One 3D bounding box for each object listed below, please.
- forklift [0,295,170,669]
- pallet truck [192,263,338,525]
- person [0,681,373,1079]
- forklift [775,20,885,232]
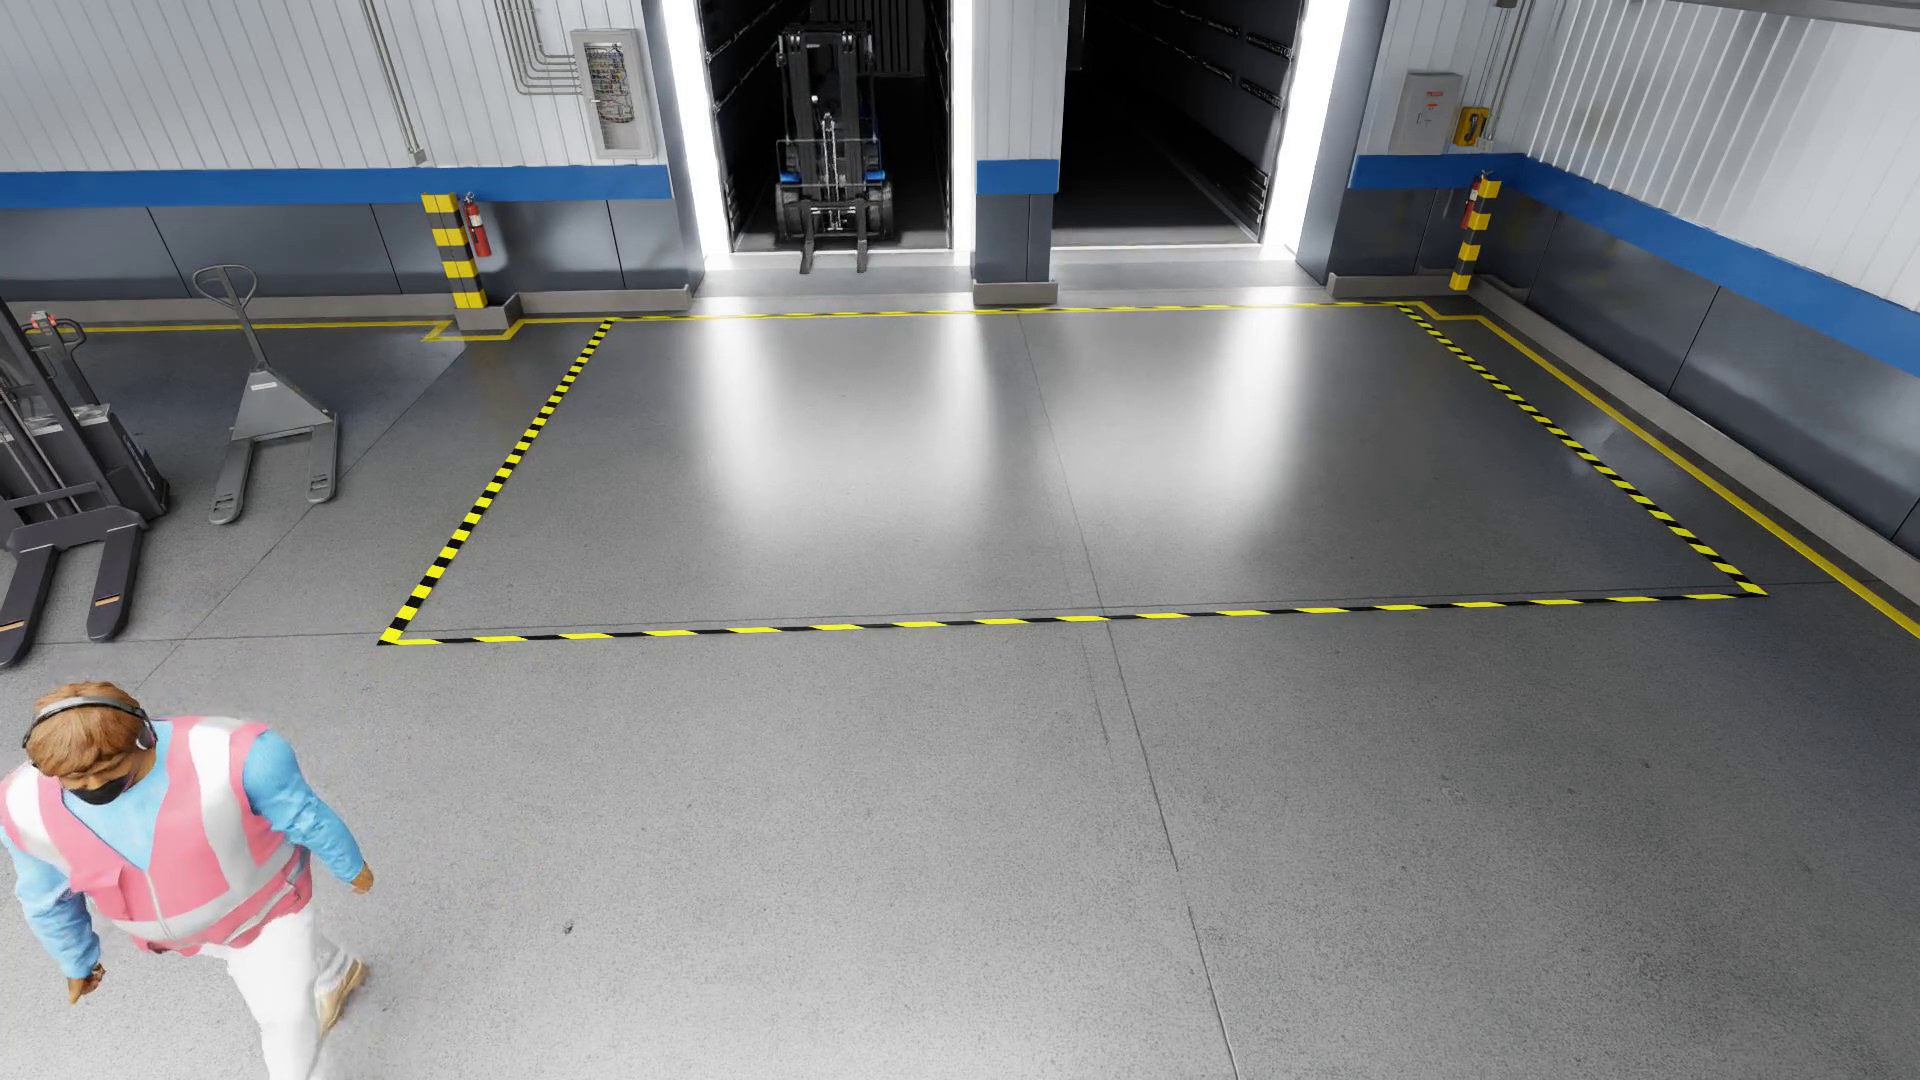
[{"bbox_3d":[-5.212,-0.618,4.878,0.823,1.965,1.885,-20,39,-26],"label":"forklift"},{"bbox_3d":[-4.778,-1.027,6.128,0.680,1.201,1.601,-17,38,-23],"label":"pallet truck"},{"bbox_3d":[-2.128,1.092,2.593,0.720,1.788,0.822,-8,36,-11],"label":"person"},{"bbox_3d":[-1.492,-4.922,10.743,1.157,2.036,2.680,-3,35,-4],"label":"forklift"}]
